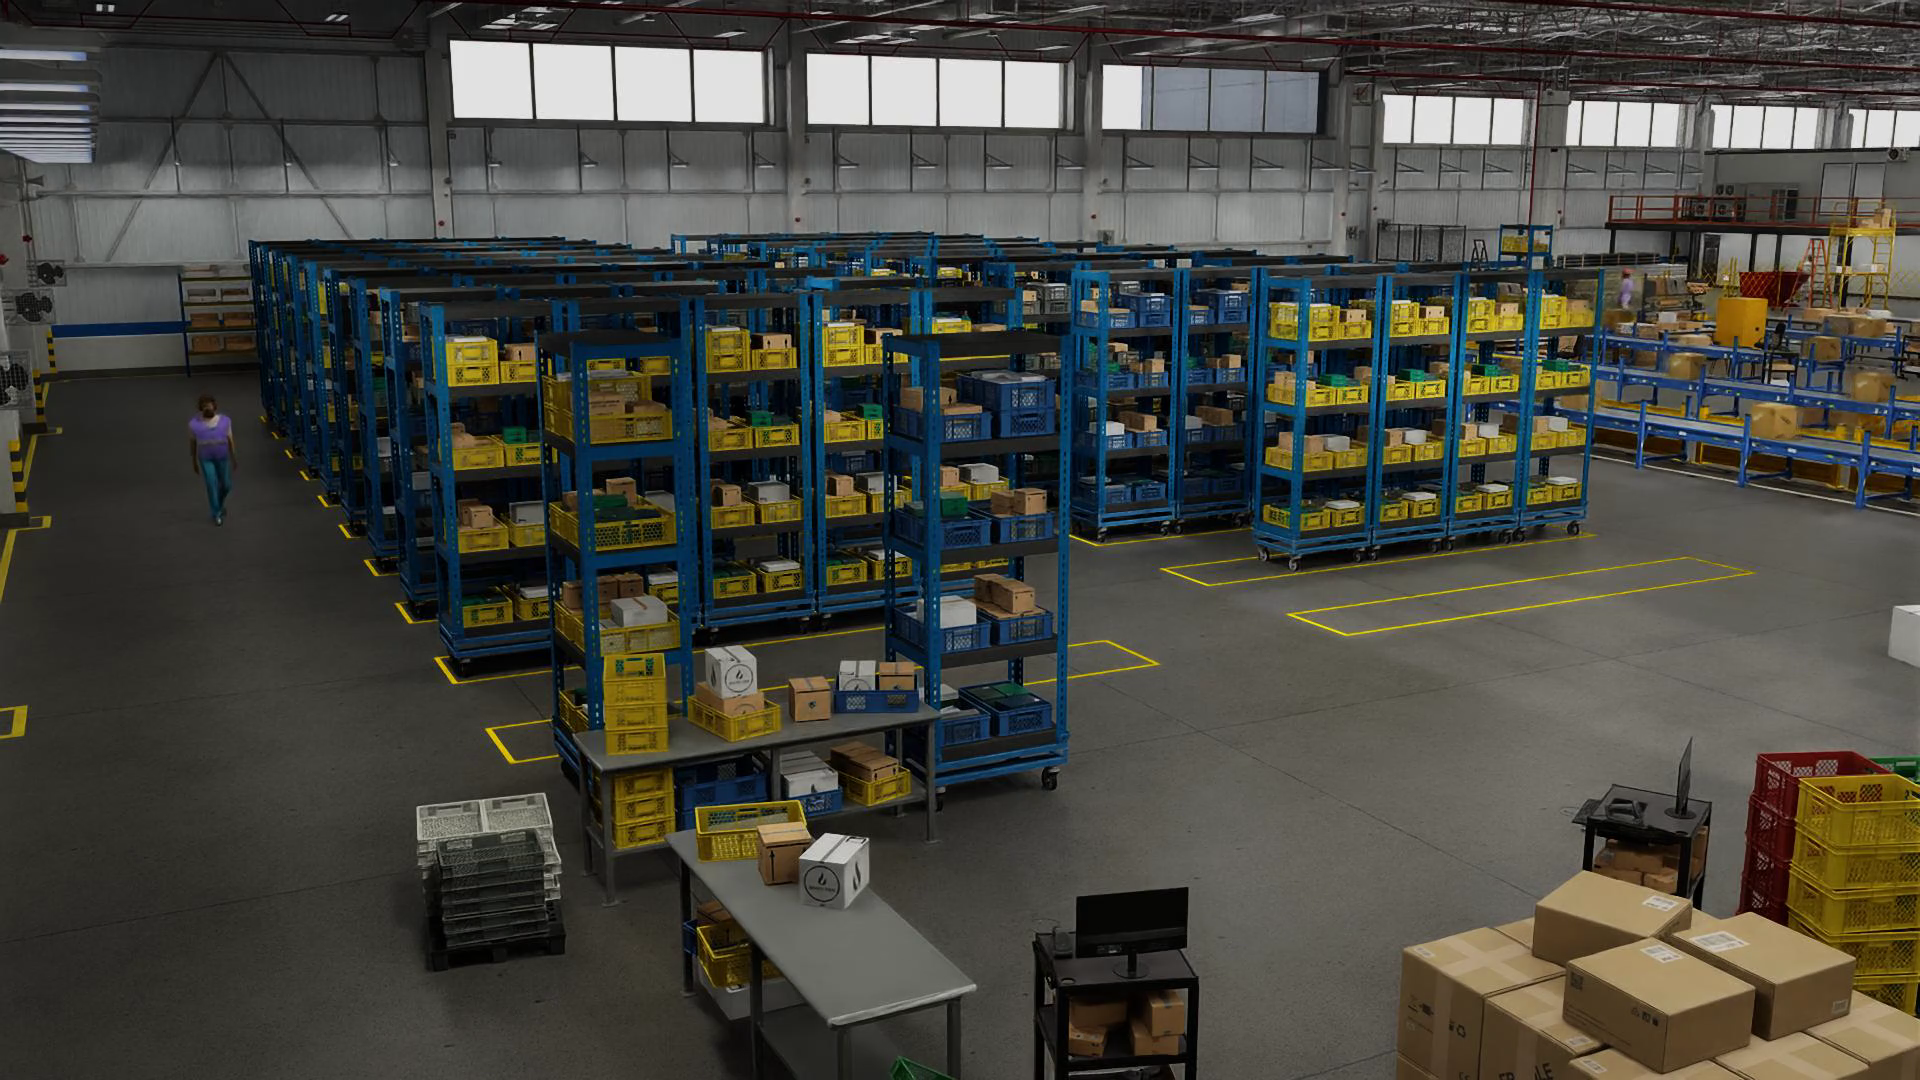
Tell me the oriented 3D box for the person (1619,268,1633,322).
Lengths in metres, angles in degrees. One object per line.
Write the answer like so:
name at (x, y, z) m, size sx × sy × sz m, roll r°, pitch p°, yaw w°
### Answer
person at (21.875, -7.905, 54.541) m, size 0.915 × 2.018 × 0.614 m, roll 11°, pitch 17°, yaw 43°

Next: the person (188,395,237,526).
person at (-10.446, -1.133, 23.262) m, size 0.581 × 1.836 × 0.489 m, roll -9°, pitch 15°, yaw -36°

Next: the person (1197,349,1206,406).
person at (4.629, -2.899, 31.596) m, size 0.627 × 1.800 × 0.807 m, roll -3°, pitch 13°, yaw -16°

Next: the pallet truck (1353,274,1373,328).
pallet truck at (13.011, -8.050, 55.243) m, size 0.823 × 1.965 × 1.885 m, roll -7°, pitch 14°, yaw -28°

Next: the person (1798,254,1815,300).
person at (34.975, -10.836, 68.566) m, size 0.447 × 1.871 × 0.616 m, roll 8°, pitch 15°, yaw 34°
